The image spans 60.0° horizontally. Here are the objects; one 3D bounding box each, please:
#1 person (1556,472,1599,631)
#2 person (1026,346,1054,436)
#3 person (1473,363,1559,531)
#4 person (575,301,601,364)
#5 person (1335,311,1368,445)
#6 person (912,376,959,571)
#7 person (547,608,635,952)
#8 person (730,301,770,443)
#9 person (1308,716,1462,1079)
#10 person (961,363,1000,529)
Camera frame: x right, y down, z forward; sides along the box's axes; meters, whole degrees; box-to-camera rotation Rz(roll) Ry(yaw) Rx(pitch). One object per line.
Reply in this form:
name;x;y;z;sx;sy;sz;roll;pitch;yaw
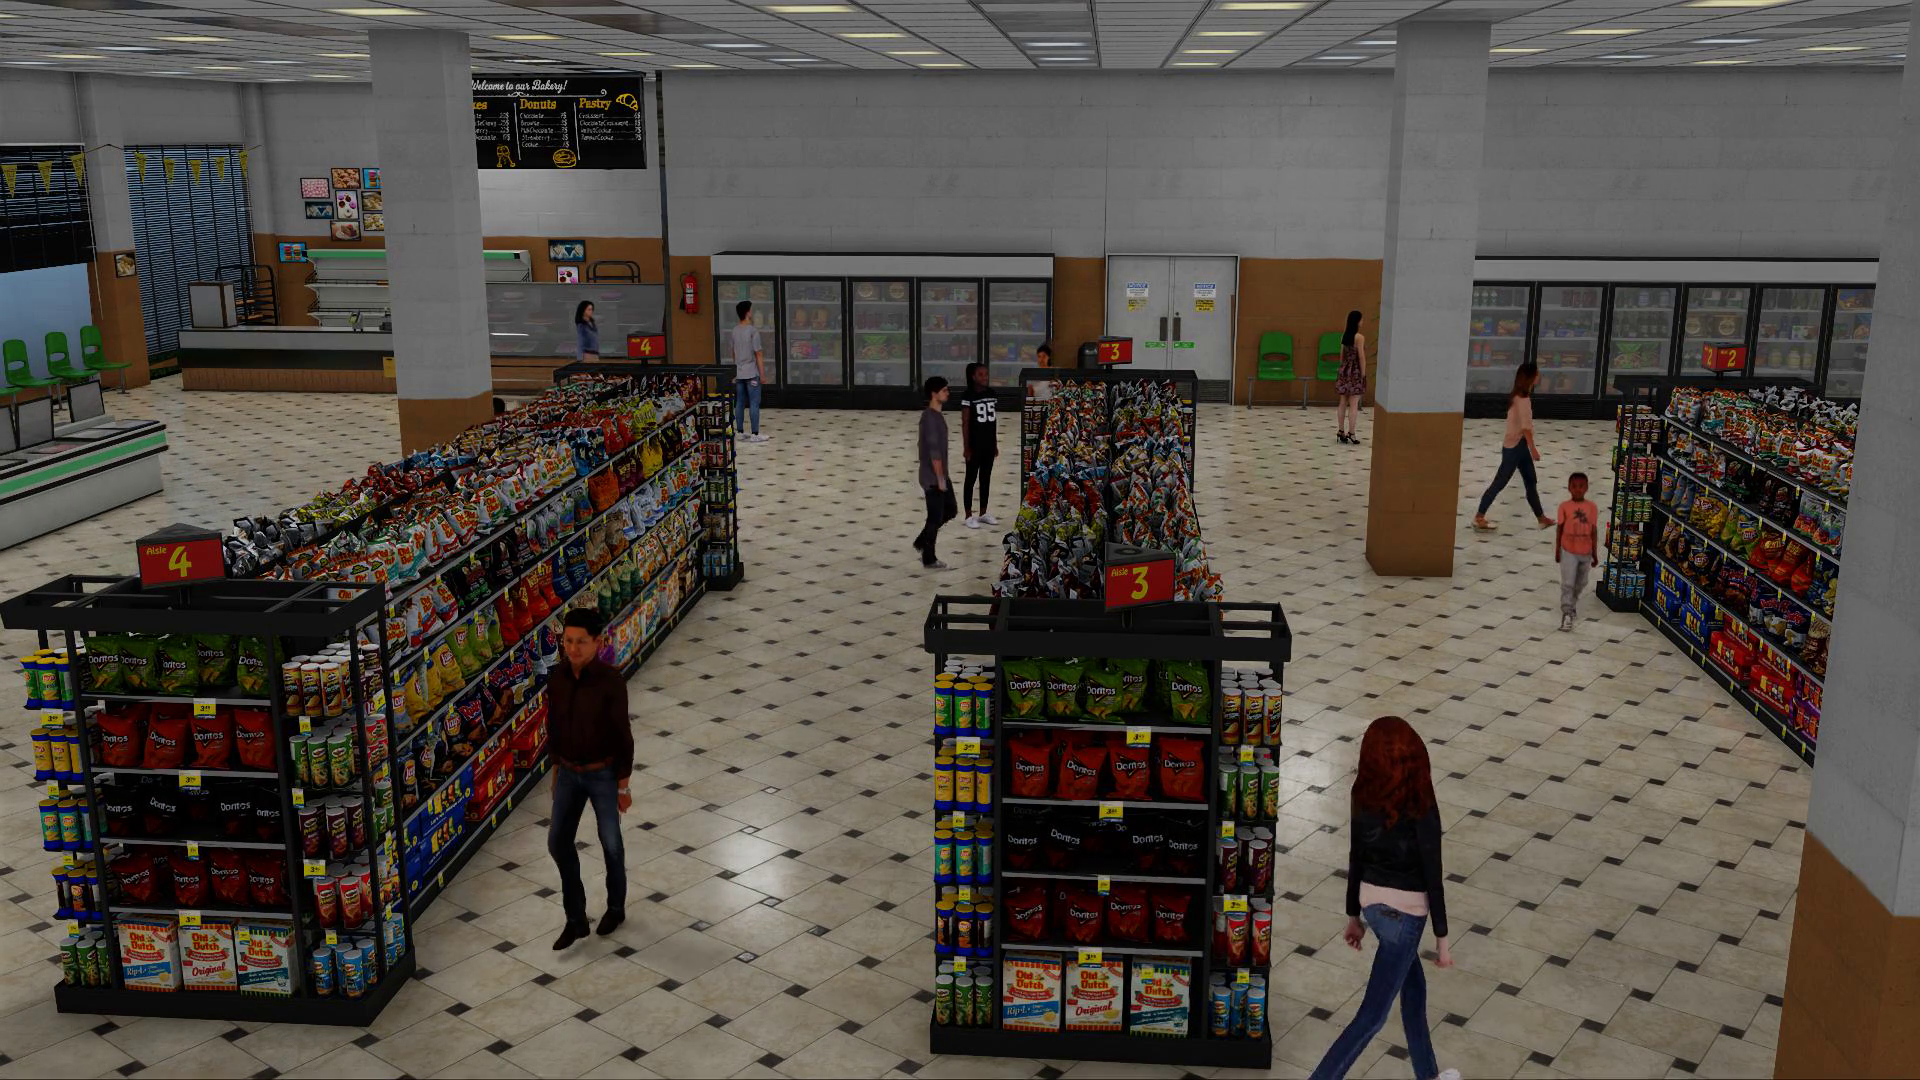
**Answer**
person;5.192;0.069;14.006;0.573;1.298;0.902;3;14;12
person;1.019;-1.503;19.777;0.621;1.633;0.622;2;14;10
person;5.632;-0.919;17.138;0.875;1.741;1.133;5;15;21
person;-5.381;-2.519;23.725;0.881;1.747;1.089;5;15;21
person;5.252;-2.183;22.283;0.861;1.773;0.785;-8;16;-28
person;-0.325;-0.617;15.694;0.735;1.835;0.594;1;14;5
person;-1.837;1.175;8.469;0.761;1.758;0.837;4;14;16
person;-2.867;-2.278;22.428;0.755;1.889;0.748;9;16;33
person;1.670;1.610;6.710;1.182;1.741;1.228;-7;15;-27
person;0.205;-1.008;17.533;0.712;1.729;0.770;-11;17;-38
